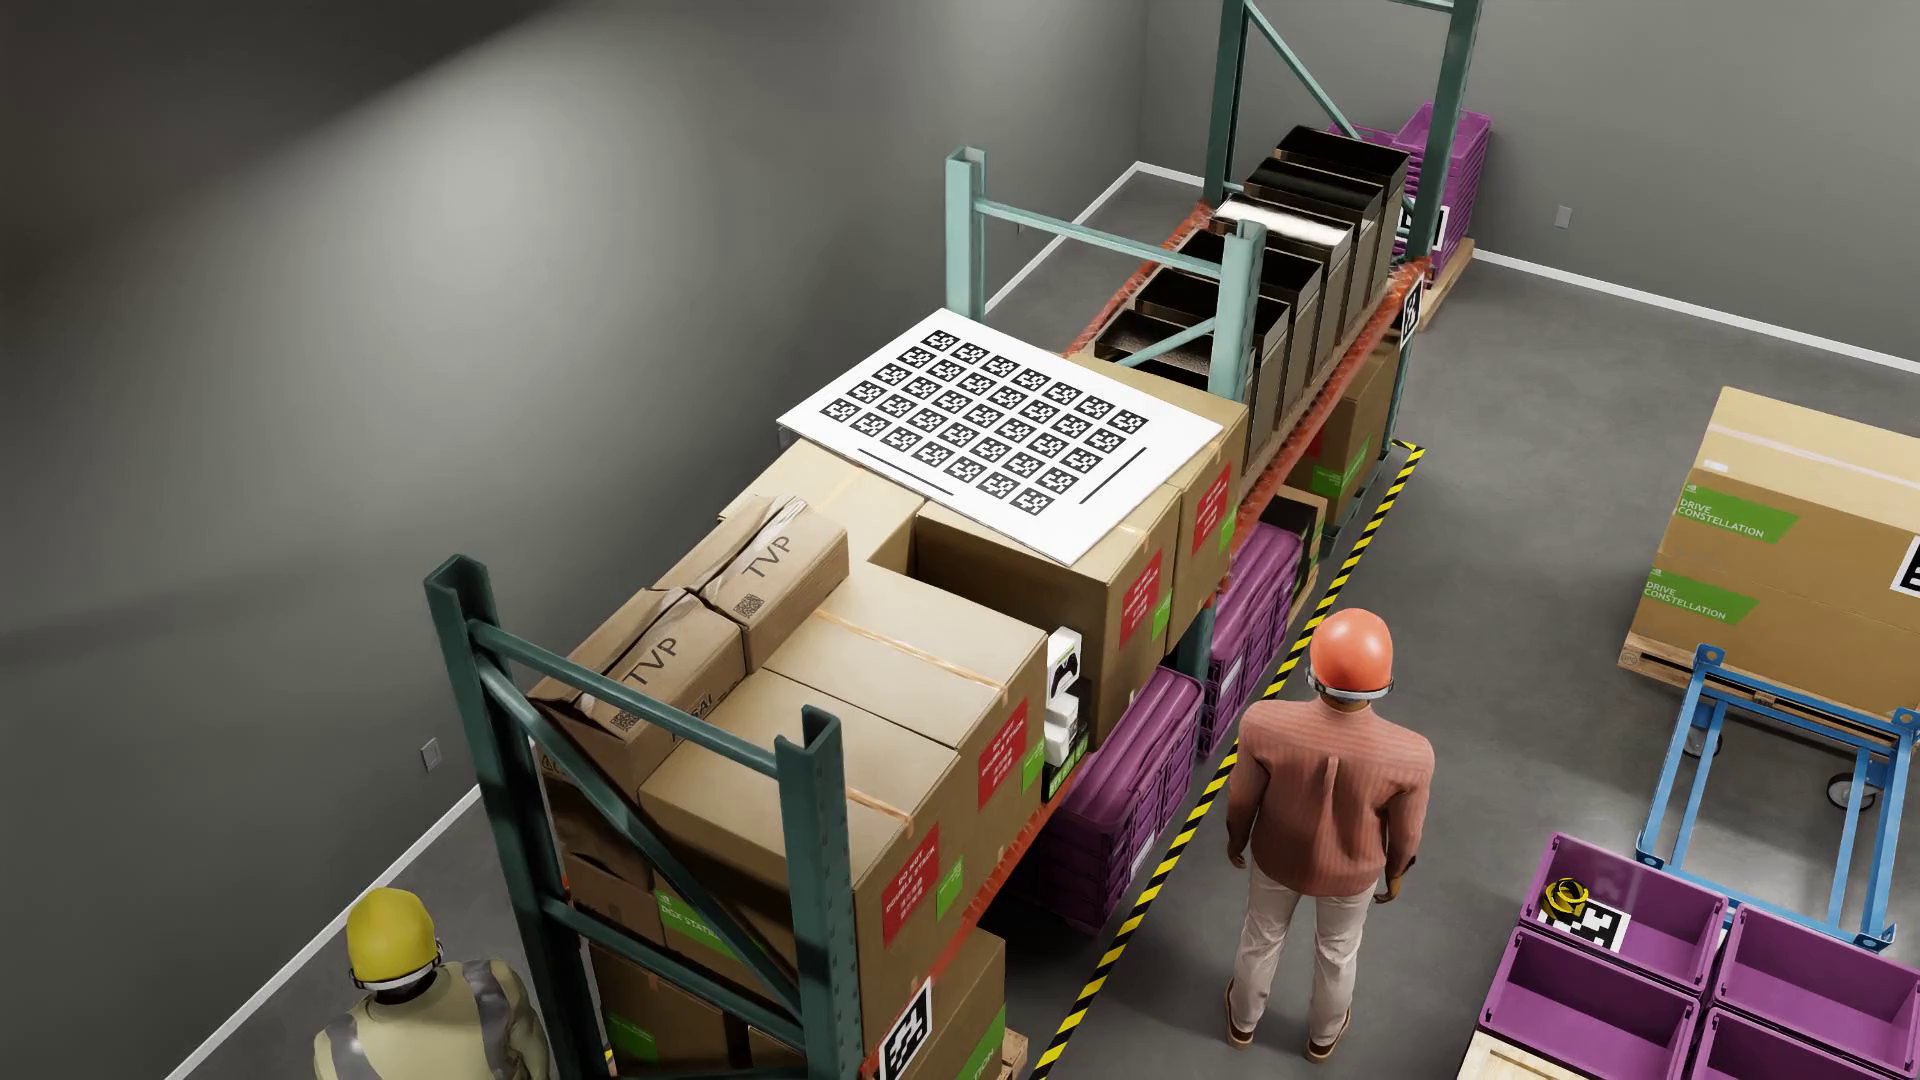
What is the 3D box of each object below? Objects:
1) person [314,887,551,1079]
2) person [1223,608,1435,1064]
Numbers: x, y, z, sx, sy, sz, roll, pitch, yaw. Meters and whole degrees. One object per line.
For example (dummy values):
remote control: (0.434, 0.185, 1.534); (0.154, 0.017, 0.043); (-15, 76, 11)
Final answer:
person: (-1.450, 1.613, 4.754); (0.587, 1.835, 0.403); (-21, 44, -23)
person: (1.151, 0.993, 5.368); (0.608, 1.997, 0.375); (10, 41, 12)
